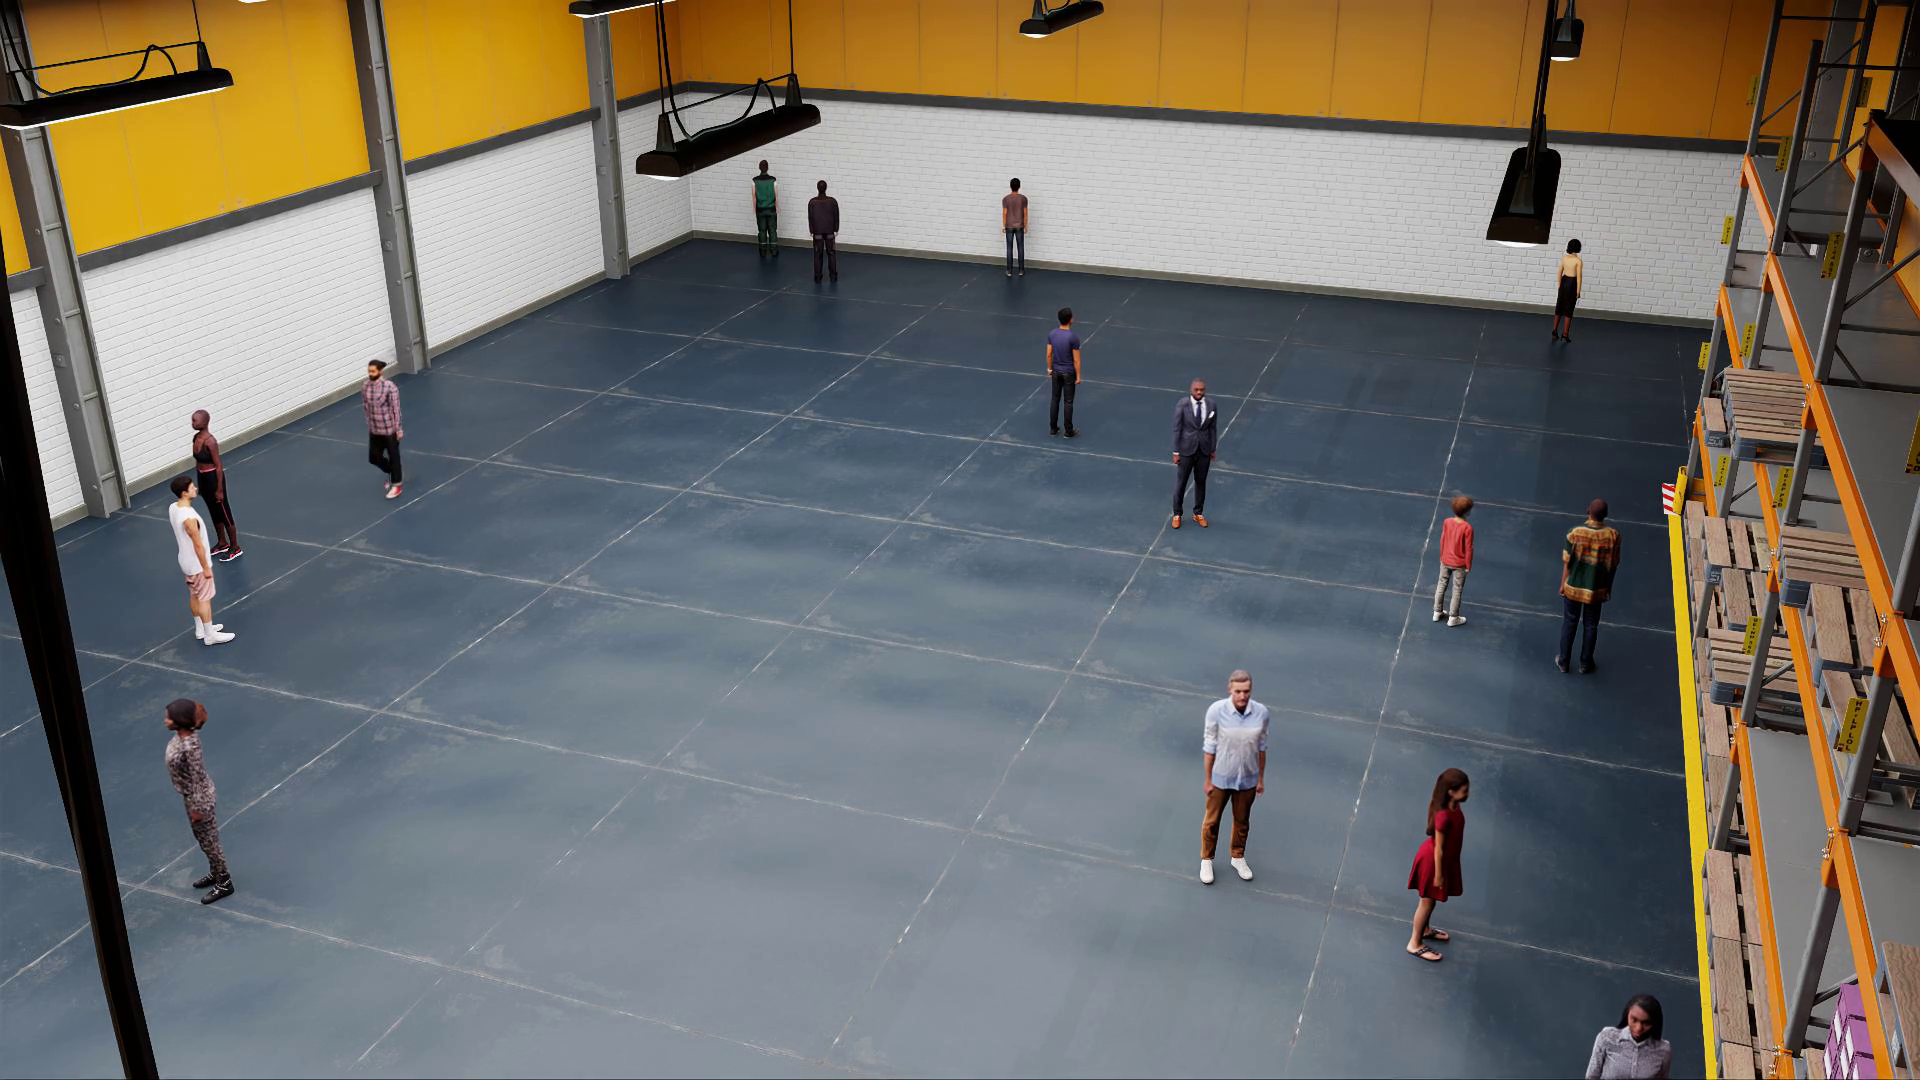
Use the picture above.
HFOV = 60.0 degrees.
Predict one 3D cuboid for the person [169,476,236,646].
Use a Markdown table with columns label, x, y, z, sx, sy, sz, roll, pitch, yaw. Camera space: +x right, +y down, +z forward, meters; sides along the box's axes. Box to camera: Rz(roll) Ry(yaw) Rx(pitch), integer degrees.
| label | x | y | z | sx | sy | sz | roll | pitch | yaw |
| --- | --- | --- | --- | --- | --- | --- | --- | --- | --- |
| person | -7.754 | 0.201 | 16.842 | 0.723 | 1.788 | 0.728 | -20 | 31 | -38 |

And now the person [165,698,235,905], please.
| label | x | y | z | sx | sy | sz | roll | pitch | yaw |
| --- | --- | --- | --- | --- | --- | --- | --- | --- | --- |
| person | -5.881 | 1.991 | 12.838 | 0.724 | 1.714 | 0.680 | -15 | 28 | -31 |

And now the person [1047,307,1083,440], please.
| label | x | y | z | sx | sy | sz | roll | pitch | yaw |
| --- | --- | --- | --- | --- | --- | --- | --- | --- | --- |
| person | 1.395 | -2.264 | 22.476 | 0.681 | 1.793 | 0.570 | 12 | 27 | 26 |

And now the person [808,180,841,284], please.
| label | x | y | z | sx | sy | sz | roll | pitch | yaw |
| --- | --- | --- | --- | --- | --- | --- | --- | --- | --- |
| person | -2.453 | -5.557 | 29.951 | 0.799 | 1.839 | 0.764 | -3 | 24 | -7 |

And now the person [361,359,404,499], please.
| label | x | y | z | sx | sy | sz | roll | pitch | yaw |
| --- | --- | --- | --- | --- | --- | --- | --- | --- | --- |
| person | -7.070 | -1.408 | 20.570 | 0.734 | 1.749 | 0.752 | 5 | 24 | 12 |

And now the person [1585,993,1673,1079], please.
| label | x | y | z | sx | sy | sz | roll | pitch | yaw |
| --- | --- | --- | --- | --- | --- | --- | --- | --- | --- |
| person | 3.846 | 3.362 | 9.690 | 0.593 | 1.724 | 0.521 | 9 | 25 | 20 |

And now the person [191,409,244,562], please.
| label | x | y | z | sx | sy | sz | roll | pitch | yaw |
| --- | --- | --- | --- | --- | --- | --- | --- | --- | --- |
| person | -8.437 | -0.638 | 18.798 | 0.646 | 1.758 | 0.609 | 15 | 28 | 31 |

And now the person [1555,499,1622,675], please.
| label | x | y | z | sx | sy | sz | roll | pitch | yaw |
| --- | --- | --- | --- | --- | --- | --- | --- | --- | --- |
| person | 6.115 | 0.447 | 16.256 | 0.714 | 1.806 | 0.674 | 6 | 24 | 13 |

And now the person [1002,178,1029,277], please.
| label | x | y | z | sx | sy | sz | roll | pitch | yaw |
| --- | --- | --- | --- | --- | --- | --- | --- | --- | --- |
| person | 1.008 | -5.735 | 30.432 | 0.707 | 1.779 | 0.680 | -1 | 24 | -3 |

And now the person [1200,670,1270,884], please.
| label | x | y | z | sx | sy | sz | roll | pitch | yaw |
| --- | --- | --- | --- | --- | --- | --- | --- | --- | --- |
| person | 2.141 | 1.829 | 13.068 | 0.767 | 1.827 | 0.752 | -3 | 24 | -7 |

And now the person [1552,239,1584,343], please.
| label | x | y | z | sx | sy | sz | roll | pitch | yaw |
| --- | --- | --- | --- | --- | --- | --- | --- | --- | --- |
| person | 9.738 | -4.006 | 26.633 | 0.713 | 1.654 | 0.675 | -15 | 28 | -30 |

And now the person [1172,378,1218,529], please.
| label | x | y | z | sx | sy | sz | roll | pitch | yaw |
| --- | --- | --- | --- | --- | --- | --- | --- | --- | --- |
| person | 2.769 | -1.048 | 19.654 | 0.785 | 1.824 | 0.764 | -3 | 24 | -7 |

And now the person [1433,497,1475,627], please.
| label | x | y | z | sx | sy | sz | roll | pitch | yaw |
| --- | --- | --- | --- | --- | --- | --- | --- | --- | --- |
| person | 5.143 | 0.206 | 17.295 | 0.603 | 1.416 | 0.588 | -19 | 30 | -37 |

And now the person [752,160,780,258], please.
| label | x | y | z | sx | sy | sz | roll | pitch | yaw |
| --- | --- | --- | --- | --- | --- | --- | --- | --- | --- |
| person | -3.703 | -6.332 | 31.720 | 0.739 | 1.842 | 0.734 | -2 | 24 | -5 |

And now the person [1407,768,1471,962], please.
| label | x | y | z | sx | sy | sz | roll | pitch | yaw |
| --- | --- | --- | --- | --- | --- | --- | --- | --- | --- |
| person | 3.511 | 2.349 | 12.226 | 0.632 | 1.549 | 0.563 | 11 | 26 | 24 |
